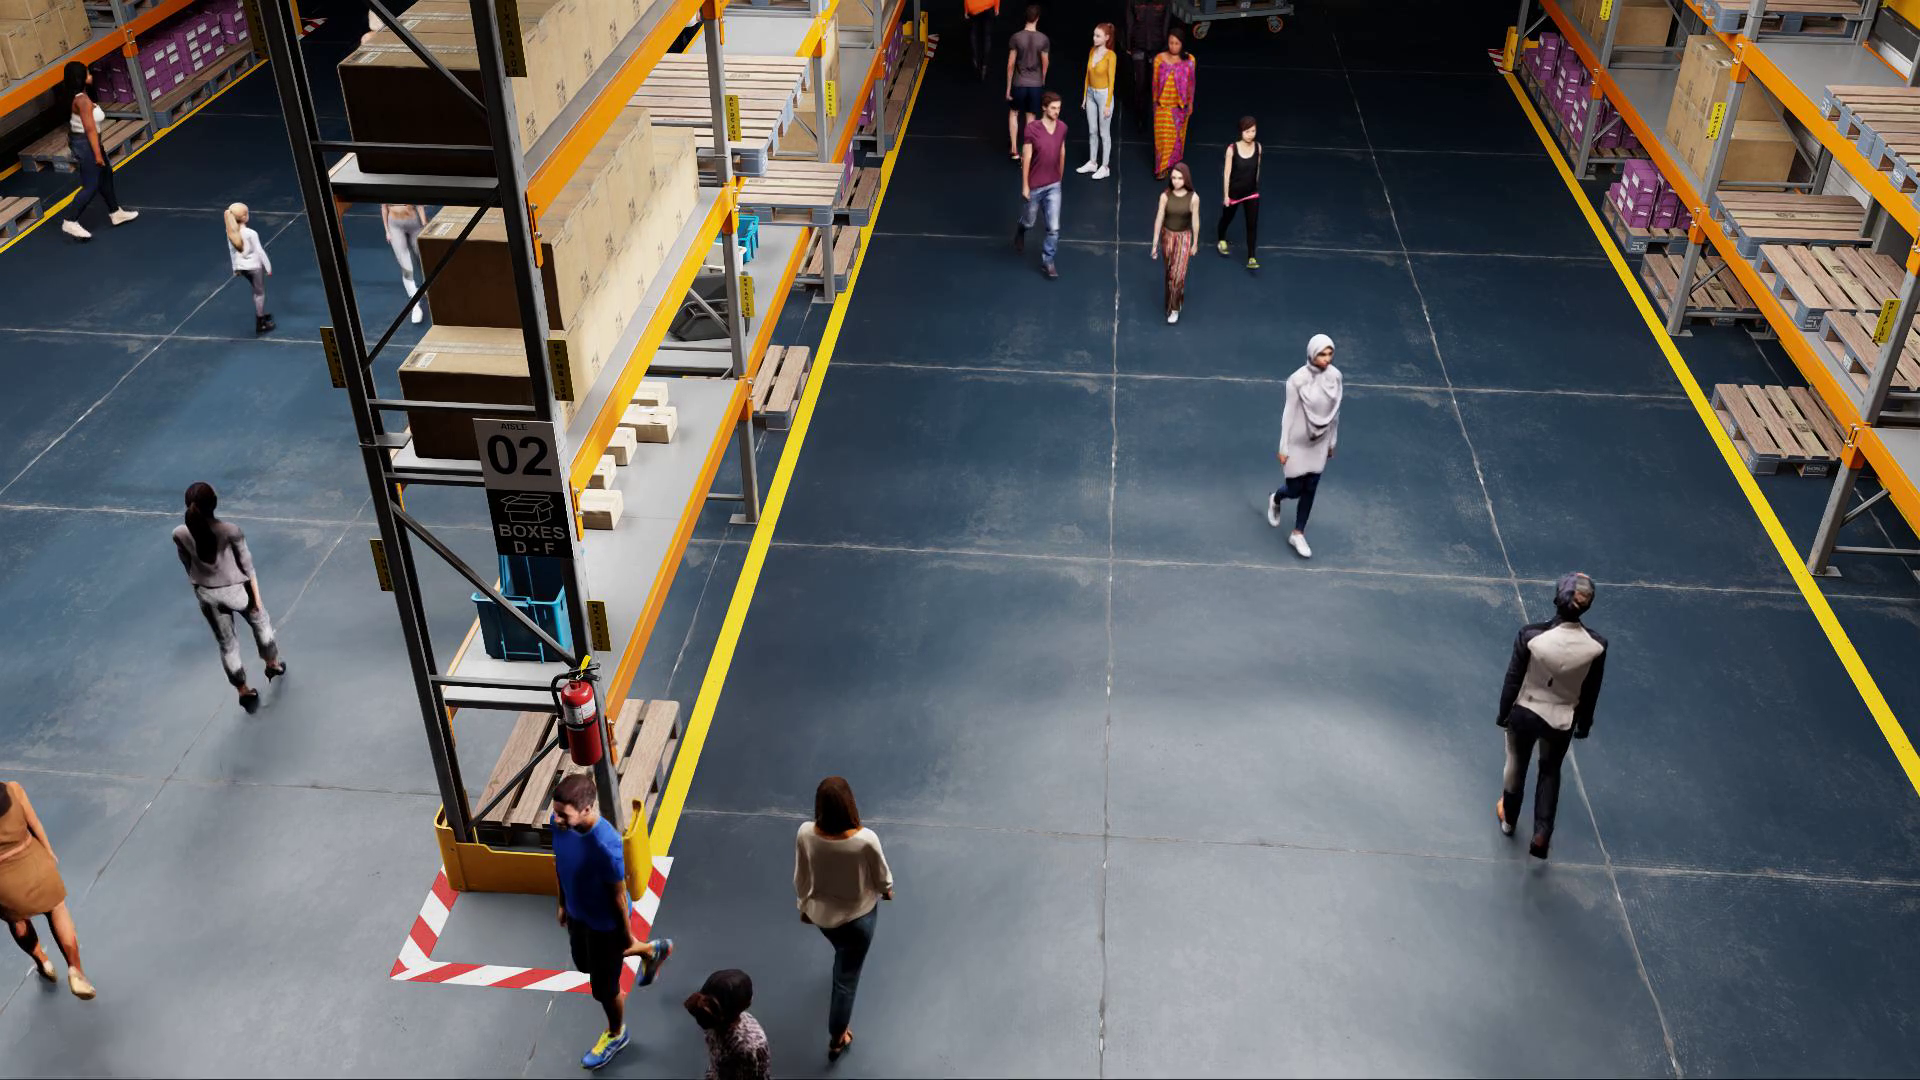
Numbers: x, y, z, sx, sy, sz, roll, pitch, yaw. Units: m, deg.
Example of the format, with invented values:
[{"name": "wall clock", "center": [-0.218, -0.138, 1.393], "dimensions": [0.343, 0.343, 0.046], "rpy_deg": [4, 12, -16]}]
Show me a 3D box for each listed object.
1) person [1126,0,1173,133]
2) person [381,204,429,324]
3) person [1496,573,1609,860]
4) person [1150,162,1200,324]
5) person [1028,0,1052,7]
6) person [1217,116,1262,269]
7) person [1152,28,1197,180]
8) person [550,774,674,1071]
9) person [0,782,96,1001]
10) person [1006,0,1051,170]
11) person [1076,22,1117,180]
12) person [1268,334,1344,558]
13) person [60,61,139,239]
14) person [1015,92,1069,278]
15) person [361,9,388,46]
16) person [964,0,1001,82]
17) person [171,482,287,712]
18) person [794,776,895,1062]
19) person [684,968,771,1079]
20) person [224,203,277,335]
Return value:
[{"name": "person", "center": [2.255, -6.008, 20.182], "dimensions": [0.813, 1.898, 1.261], "rpy_deg": [-1, 34, -2]}, {"name": "person", "center": [-5.234, -2.961, 15.796], "dimensions": [0.748, 1.678, 1.095], "rpy_deg": [-5, 34, -8]}, {"name": "person", "center": [3.355, 1.061, 9.567], "dimensions": [0.746, 1.876, 0.971], "rpy_deg": [7, 34, 10]}, {"name": "person", "center": [2.064, -2.852, 15.751], "dimensions": [0.652, 1.547, 0.742], "rpy_deg": [13, 36, 18]}, {"name": "person", "center": [1.196, -8.751, 24.470], "dimensions": [0.780, 1.719, 0.804], "rpy_deg": [-19, 38, -26]}, {"name": "person", "center": [2.808, -3.548, 16.831], "dimensions": [0.754, 1.510, 1.087], "rpy_deg": [-6, 34, -9]}, {"name": "person", "center": [2.434, -5.006, 18.865], "dimensions": [0.634, 1.688, 1.031], "rpy_deg": [2, 34, 4]}, {"name": "person", "center": [-1.766, 1.837, 8.425], "dimensions": [0.936, 1.848, 1.061], "rpy_deg": [25, 41, 33]}, {"name": "person", "center": [-4.890, 1.784, 8.665], "dimensions": [0.921, 1.671, 0.982], "rpy_deg": [-25, 41, -33]}, {"name": "person", "center": [0.772, -5.108, 18.886], "dimensions": [0.723, 1.834, 0.772], "rpy_deg": [-3, 34, -5]}, {"name": "person", "center": [1.577, -4.955, 18.731], "dimensions": [0.734, 1.751, 0.673], "rpy_deg": [-24, 41, -32]}, {"name": "person", "center": [2.541, -0.747, 12.384], "dimensions": [0.784, 1.769, 0.901], "rpy_deg": [-9, 35, -14]}, {"name": "person", "center": [-9.187, -4.038, 17.337], "dimensions": [1.112, 1.766, 1.057], "rpy_deg": [-23, 40, -31]}, {"name": "person", "center": [0.788, -3.589, 16.612], "dimensions": [0.963, 1.822, 1.181], "rpy_deg": [-11, 35, -15]}, {"name": "person", "center": [-6.649, -5.309, 19.297], "dimensions": [0.637, 1.714, 0.805], "rpy_deg": [0, 34, -1]}, {"name": "person", "center": [0.281, -6.824, 21.565], "dimensions": [0.677, 1.726, 0.873], "rpy_deg": [0, 34, -1]}, {"name": "person", "center": [-4.760, 0.420, 10.725], "dimensions": [0.700, 1.662, 0.786], "rpy_deg": [-5, 34, -7]}, {"name": "person", "center": [-0.620, 1.947, 8.446], "dimensions": [0.762, 1.642, 1.117], "rpy_deg": [9, 35, 13]}, {"name": "person", "center": [-1.069, 2.588, 7.440], "dimensions": [1.012, 1.688, 0.984], "rpy_deg": [-23, 40, -30]}, {"name": "person", "center": [-6.650, -2.506, 15.486], "dimensions": [0.572, 1.265, 0.621], "rpy_deg": [11, 35, 16]}]
